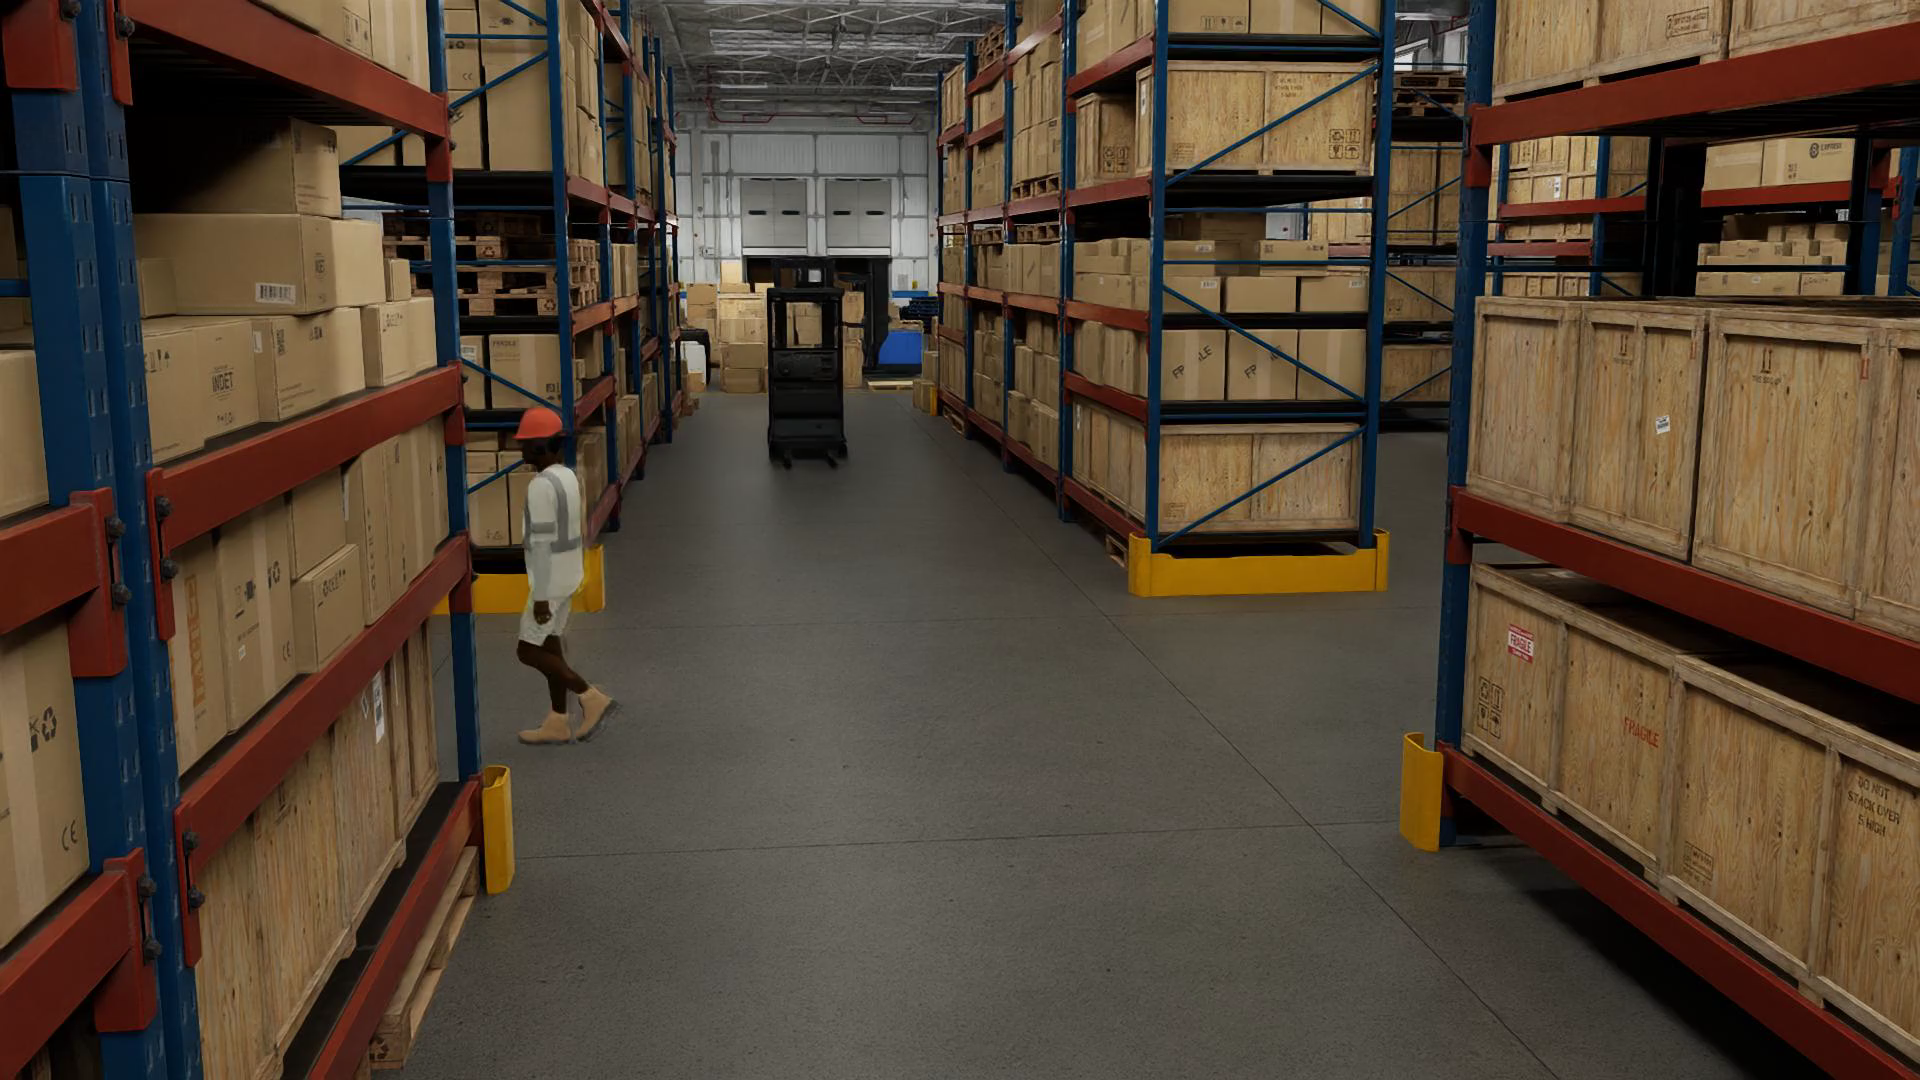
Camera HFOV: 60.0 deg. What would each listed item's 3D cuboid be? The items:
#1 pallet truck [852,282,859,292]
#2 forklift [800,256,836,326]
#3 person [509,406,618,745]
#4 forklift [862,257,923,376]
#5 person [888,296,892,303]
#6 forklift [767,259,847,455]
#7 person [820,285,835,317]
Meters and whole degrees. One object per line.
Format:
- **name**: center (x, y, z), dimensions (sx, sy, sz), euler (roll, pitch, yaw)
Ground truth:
- **pallet truck**: center (-3.782, -9.391, 65.808), dimensions (1.885, 1.965, 0.823), euler (2, 10, 10)
- **forklift**: center (-5.102, -8.570, 58.460), dimensions (1.129, 2.768, 1.873), euler (-6, 12, -33)
- **person**: center (-2.340, 0.234, 9.688), dimensions (0.526, 2.023, 0.626), euler (0, 10, 2)
- **forklift**: center (-1.865, -5.324, 39.560), dimensions (1.873, 2.768, 1.129), euler (-1, 10, -7)
- **person**: center (-2.311, -6.960, 51.894), dimensions (0.565, 1.912, 0.541), euler (-5, 11, -27)
- **forklift**: center (-2.289, -2.738, 24.507), dimensions (1.129, 2.768, 1.873), euler (-1, 10, -7)
- **person**: center (-4.299, -7.415, 54.514), dimensions (0.628, 1.931, 0.383), euler (5, 11, 28)
